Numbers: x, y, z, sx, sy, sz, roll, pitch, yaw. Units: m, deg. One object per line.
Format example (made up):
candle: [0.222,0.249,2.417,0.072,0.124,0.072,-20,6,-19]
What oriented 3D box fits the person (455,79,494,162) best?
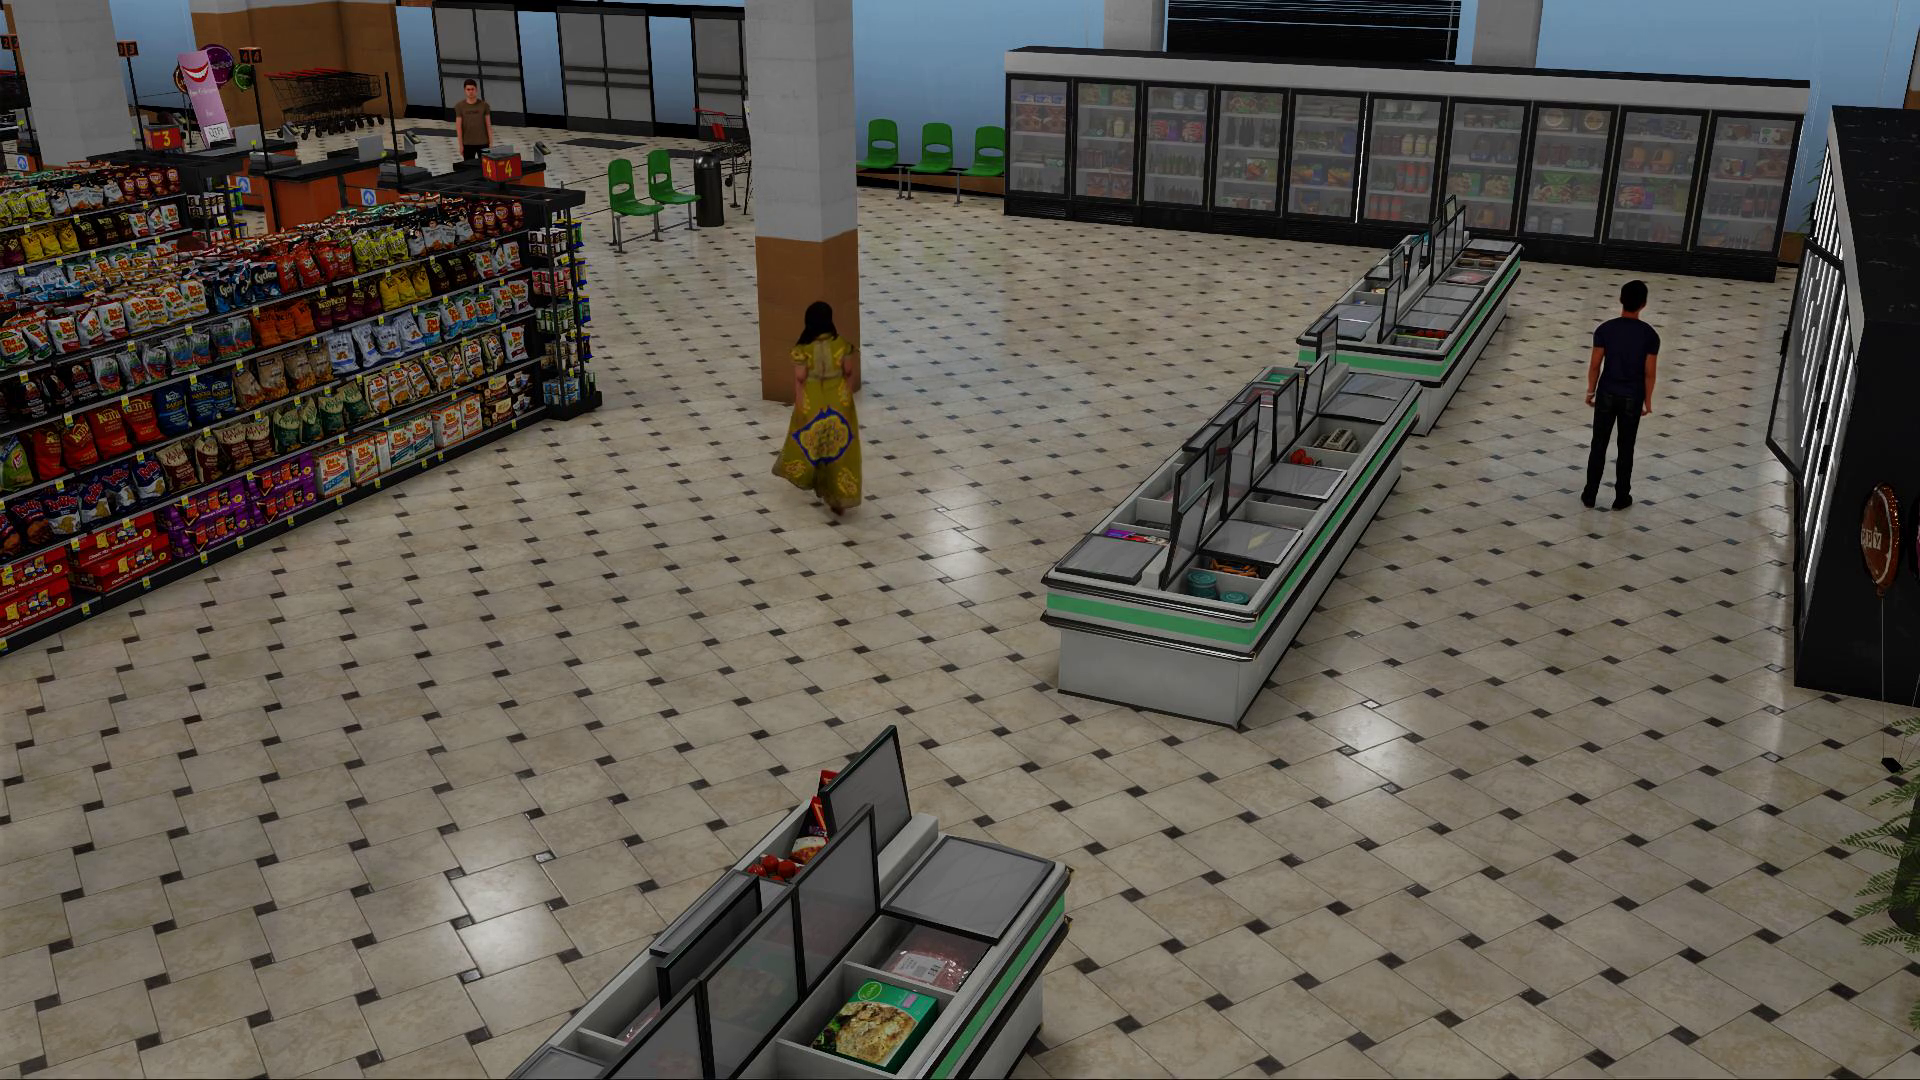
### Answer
person: [-7.113,-5.818,24.422,0.730,1.851,0.802,-9,24,-21]

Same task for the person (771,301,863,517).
person: [-1.011,-0.963,12.656,1.240,1.615,1.340,-7,23,-16]

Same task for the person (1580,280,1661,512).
person: [5.063,-1.106,12.772,0.636,1.793,0.506,10,24,23]

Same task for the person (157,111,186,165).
person: [-10.174,-4.646,21.578,0.617,1.796,0.514,9,24,22]
